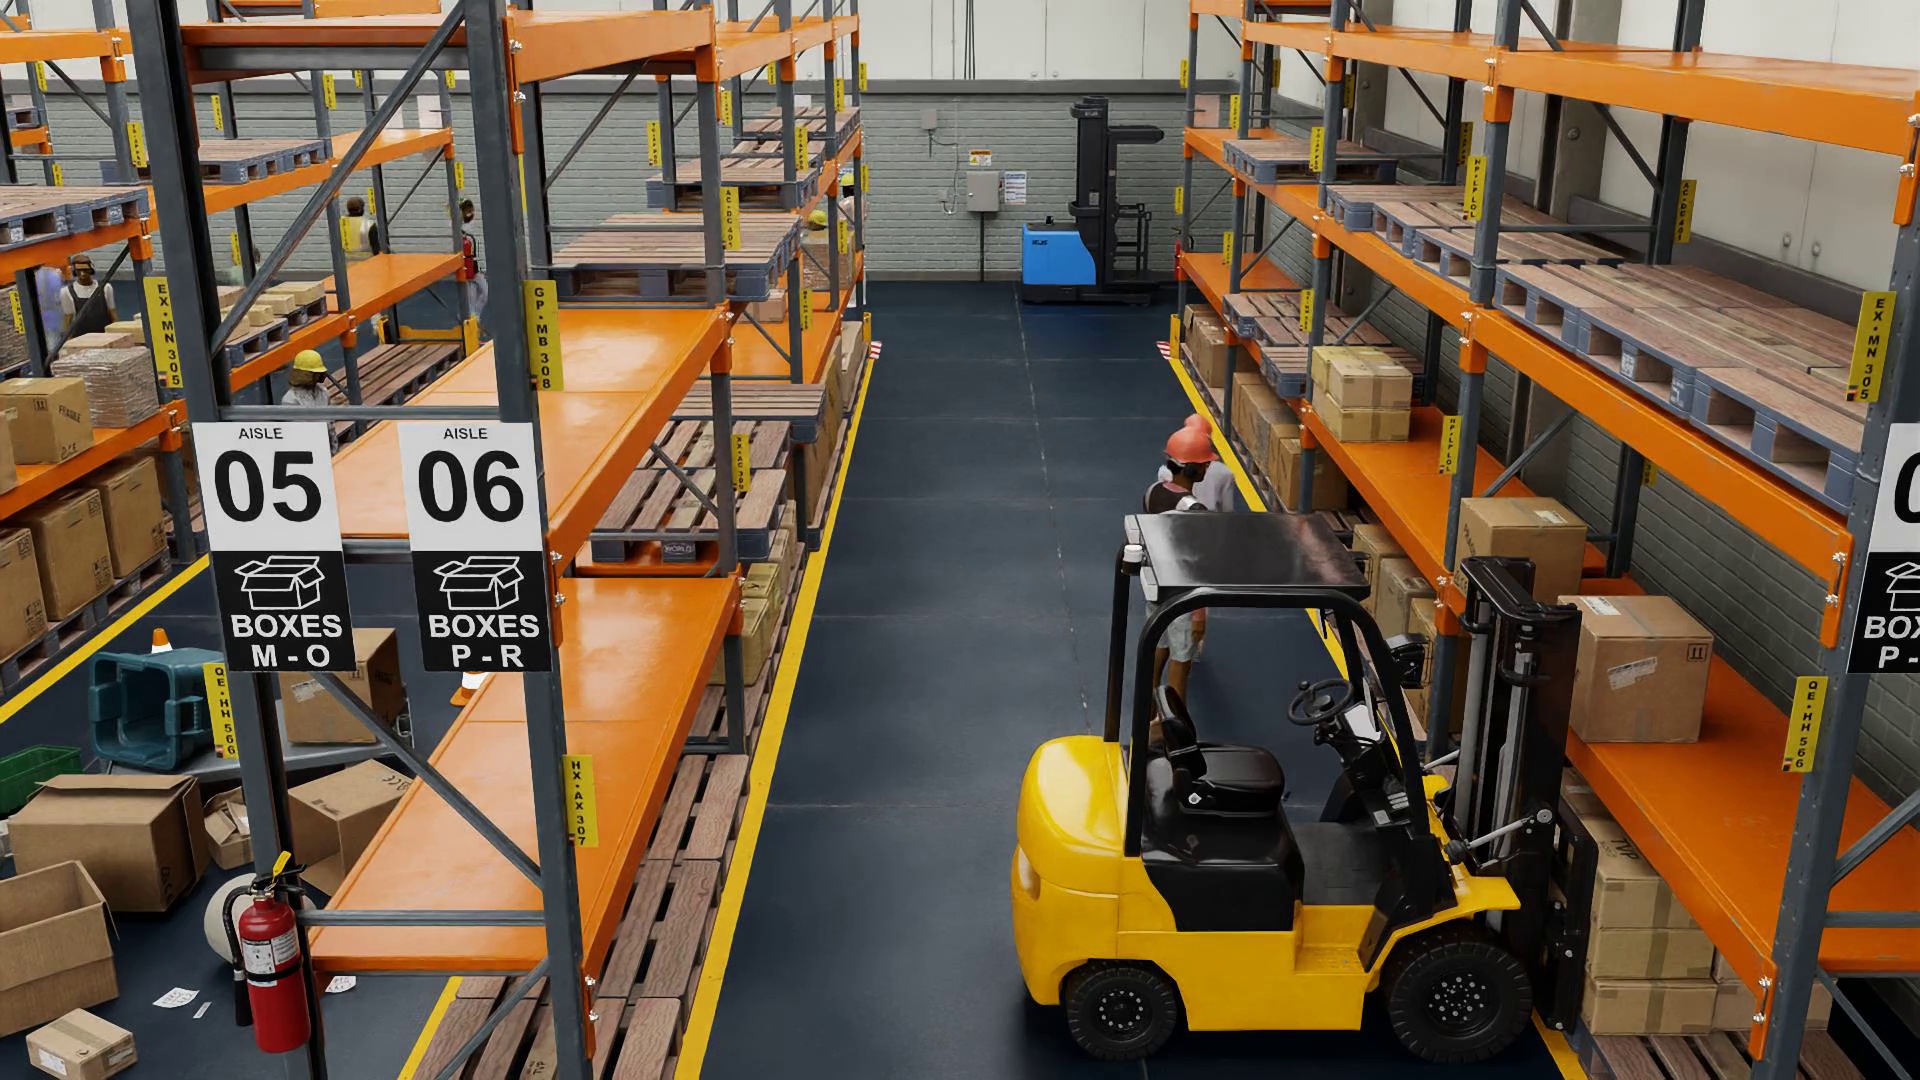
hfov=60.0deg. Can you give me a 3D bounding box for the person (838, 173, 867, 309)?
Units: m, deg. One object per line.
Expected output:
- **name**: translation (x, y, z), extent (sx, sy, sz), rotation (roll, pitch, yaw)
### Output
- **person**: translation (-1.584, -4.320, 24.048), extent (0.379, 1.925, 0.594), rotation (12, 22, 32)

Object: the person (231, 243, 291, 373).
- **person**: translation (-8.315, -2.740, 19.756), extent (0.528, 1.601, 0.740), rotation (2, 18, 7)

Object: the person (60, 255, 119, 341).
- **person**: translation (-9.048, -2.070, 17.397), extent (0.510, 1.838, 0.361), rotation (-12, 22, -32)

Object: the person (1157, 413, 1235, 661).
- **person**: translation (1.587, 0.015, 11.260), extent (0.582, 1.723, 0.579), rotation (-5, 19, -16)

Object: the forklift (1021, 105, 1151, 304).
- **forklift**: translation (1.857, -4.944, 24.441), extent (1.873, 2.768, 1.129), rotation (0, 18, 0)

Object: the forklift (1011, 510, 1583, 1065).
- **forklift**: translation (1.387, 1.055, 7.378), extent (2.313, 2.155, 1.214), rotation (0, 18, 0)

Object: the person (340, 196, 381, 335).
- **person**: translation (-7.966, -3.647, 22.158), extent (0.633, 1.843, 0.429), rotation (3, 19, 9)

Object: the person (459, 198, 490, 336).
- **person**: translation (-6.441, -3.586, 21.954), extent (0.424, 1.838, 0.550), rotation (2, 18, 5)

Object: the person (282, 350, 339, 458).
- **person**: translation (-5.149, -0.669, 13.322), extent (0.322, 1.734, 0.488), rotation (7, 20, 21)

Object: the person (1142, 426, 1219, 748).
- **person**: translation (1.296, 0.325, 9.821), extent (0.395, 2.044, 0.609), rotation (-8, 20, -22)
